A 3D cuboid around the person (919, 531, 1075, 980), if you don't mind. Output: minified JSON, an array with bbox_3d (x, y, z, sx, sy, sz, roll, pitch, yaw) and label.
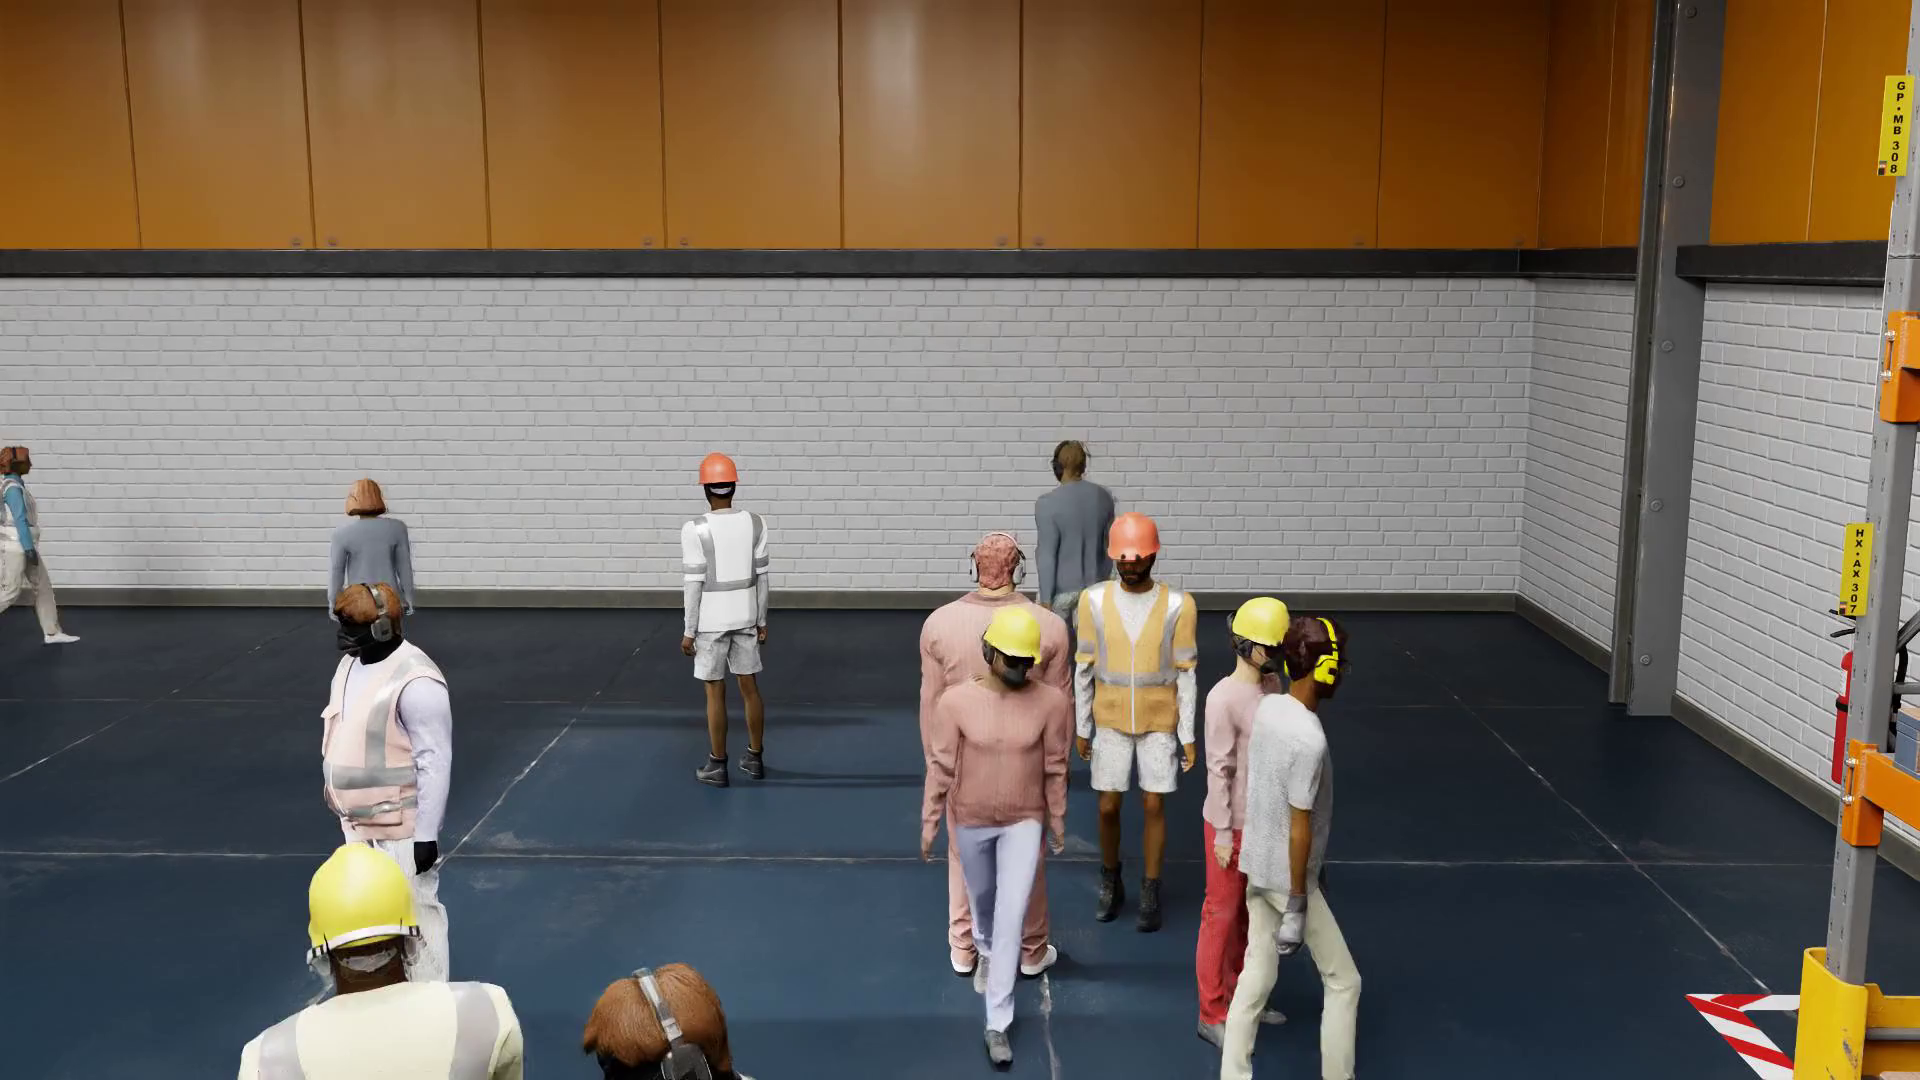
[{"bbox_3d":[0.161,0.908,7.040,0.652,1.904,0.403,1,10,8],"label":"person"}]

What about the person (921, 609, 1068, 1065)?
[{"bbox_3d":[0.139,1.088,6.563,0.560,1.709,0.945,0,9,3],"label":"person"}]

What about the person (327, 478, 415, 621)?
[{"bbox_3d":[-3.931,0.389,11.015,0.523,1.600,0.752,-8,12,-38],"label":"person"}]

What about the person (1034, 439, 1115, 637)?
[{"bbox_3d":[0.770,0.306,10.671,0.643,1.909,0.957,-7,12,-35],"label":"person"}]

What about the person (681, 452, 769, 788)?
[{"bbox_3d":[-1.372,0.459,9.637,0.550,1.933,0.374,-7,12,-35],"label":"person"}]

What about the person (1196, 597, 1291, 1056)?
[{"bbox_3d":[1.120,1.083,6.426,0.325,1.762,0.524,7,12,35],"label":"person"}]

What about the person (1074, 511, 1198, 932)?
[{"bbox_3d":[0.791,0.818,7.510,0.564,1.935,0.385,2,10,11],"label":"person"}]

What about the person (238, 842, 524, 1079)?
[{"bbox_3d":[-1.201,1.545,3.559,0.592,1.800,0.875,-3,10,-17],"label":"person"}]

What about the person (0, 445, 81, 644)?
[{"bbox_3d":[-7.404,0.066,12.960,0.784,1.610,0.509,-4,10,-25],"label":"person"}]

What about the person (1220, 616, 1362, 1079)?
[{"bbox_3d":[1.220,1.162,5.727,0.757,1.837,0.509,-3,10,-16],"label":"person"}]

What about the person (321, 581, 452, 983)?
[{"bbox_3d":[-2.184,1.059,6.329,0.634,1.839,0.429,8,13,41],"label":"person"}]

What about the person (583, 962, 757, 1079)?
[{"bbox_3d":[-0.461,1.633,2.989,0.645,1.822,0.451,6,11,32],"label":"person"}]
